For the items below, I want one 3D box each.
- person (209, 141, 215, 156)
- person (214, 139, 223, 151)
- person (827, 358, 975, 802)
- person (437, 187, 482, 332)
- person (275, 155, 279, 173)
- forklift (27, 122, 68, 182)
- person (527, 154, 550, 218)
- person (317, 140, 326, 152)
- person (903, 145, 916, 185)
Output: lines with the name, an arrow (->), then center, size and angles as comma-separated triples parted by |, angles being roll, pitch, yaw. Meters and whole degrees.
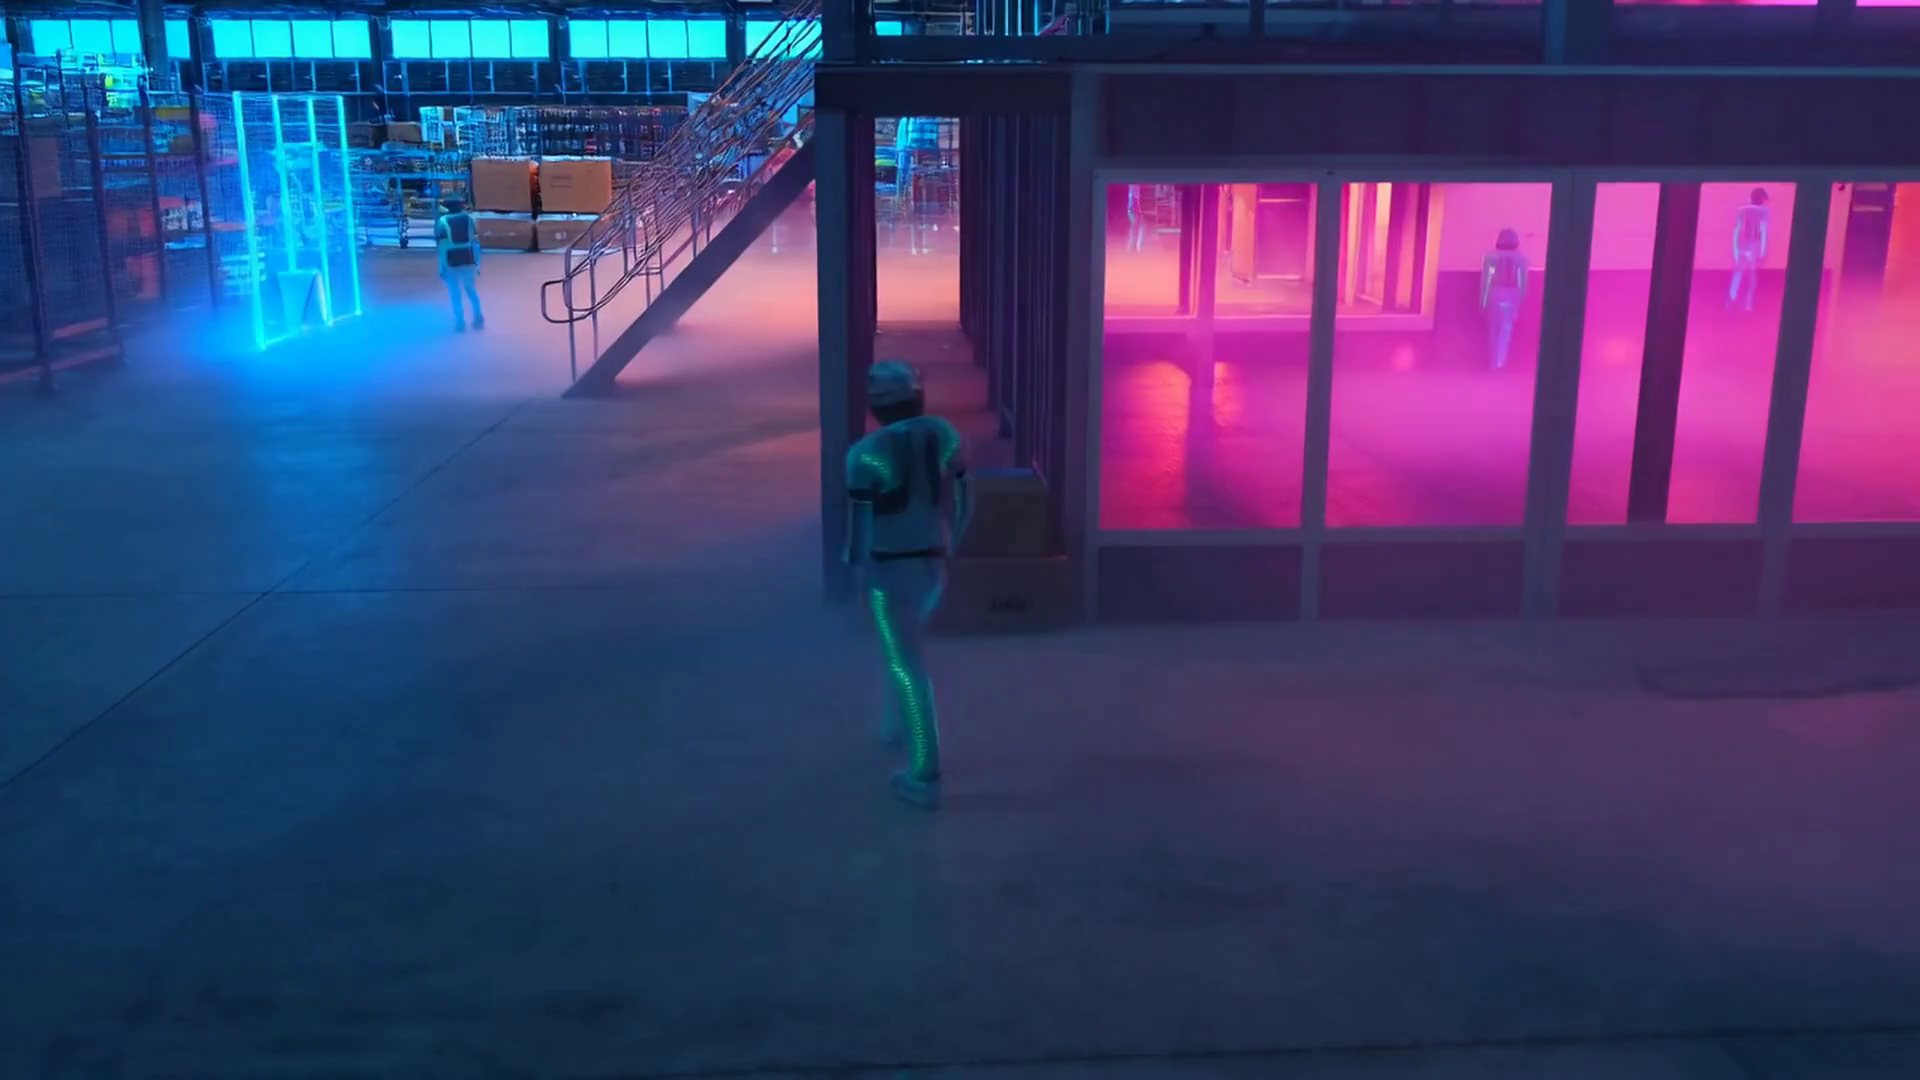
person -> -38.349, -19.555, 85.489 | 0.924, 1.896, 0.619 | -12, 18, -40
person -> -38.297, -19.693, 85.838 | 0.387, 1.992, 0.626 | 7, 16, 27
person -> -0.290, 0.146, 6.908 | 0.654, 1.810, 0.769 | -13, 19, -42
person -> -6.626, -3.703, 22.079 | 0.546, 1.922, 0.570 | -9, 17, -33
person -> -22.859, -12.117, 56.119 | 0.535, 1.720, 0.893 | 2, 14, 8
forklift -> -35.376, -14.773, 64.377 | 1.129, 2.768, 1.873 | -1, 14, -2
person -> -10.477, -8.594, 41.470 | 1.017, 2.007, 0.620 | 10, 17, 35
person -> -35.958, -21.533, 93.509 | 0.630, 1.840, 0.429 | 5, 15, 19
person -> -2.290, -16.986, 75.347 | 0.590, 1.833, 0.404 | 2, 14, 8
